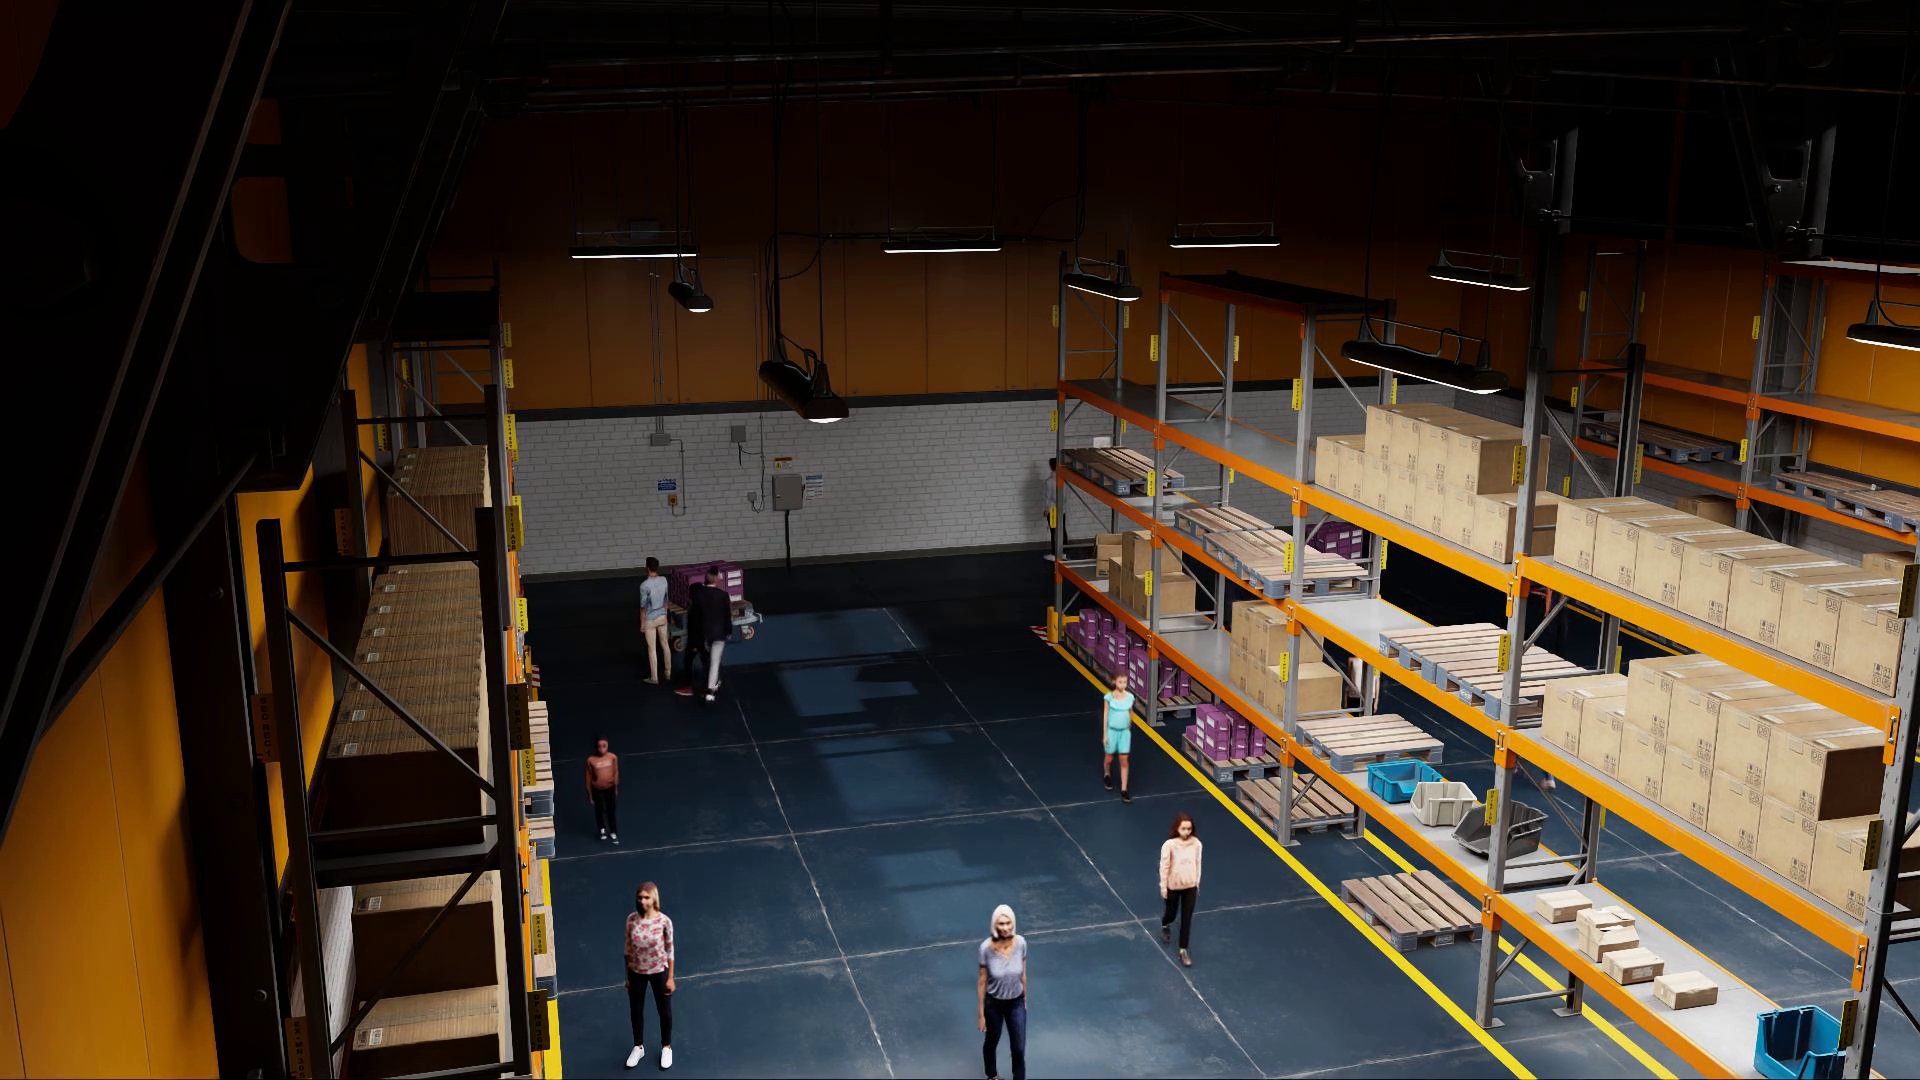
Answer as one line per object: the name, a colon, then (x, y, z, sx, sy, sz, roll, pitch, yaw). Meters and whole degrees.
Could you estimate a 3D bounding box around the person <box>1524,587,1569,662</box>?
person: (8.746, 0.982, 24.612, 0.844, 1.764, 1.160, -8, 16, -29)

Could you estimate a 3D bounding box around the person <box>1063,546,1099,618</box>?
person: (2.105, 0.737, 26.663, 0.655, 1.276, 0.842, 0, 14, -2)

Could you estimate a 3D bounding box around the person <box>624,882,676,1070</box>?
person: (-2.603, 3.628, 13.967, 0.644, 1.633, 0.629, 1, 14, 5)

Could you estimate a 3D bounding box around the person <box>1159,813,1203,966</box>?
person: (2.075, 3.266, 15.811, 0.593, 1.467, 0.841, -3, 14, -11)

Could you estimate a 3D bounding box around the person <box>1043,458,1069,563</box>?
person: (1.795, -0.577, 30.710, 0.756, 1.926, 0.731, -10, 17, -37)

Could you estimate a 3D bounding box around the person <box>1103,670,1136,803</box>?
person: (1.839, 2.278, 19.741, 0.656, 1.538, 0.972, -1, 14, -5)

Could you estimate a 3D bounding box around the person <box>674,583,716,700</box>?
person: (-3.544, 1.417, 23.045, 0.960, 1.656, 0.909, 7, 15, 27)

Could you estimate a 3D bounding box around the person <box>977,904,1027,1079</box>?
person: (0.318, 3.717, 13.458, 0.606, 1.698, 0.921, -3, 14, -14)

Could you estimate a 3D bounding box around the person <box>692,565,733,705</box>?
person: (-3.414, 1.334, 22.879, 0.995, 1.896, 1.385, 1, 14, 3)

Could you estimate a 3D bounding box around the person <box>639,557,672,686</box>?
person: (-4.360, 1.140, 23.787, 0.736, 1.847, 0.734, 13, 19, 42)

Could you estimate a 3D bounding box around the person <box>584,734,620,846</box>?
person: (-3.984, 2.734, 18.498, 0.561, 1.237, 0.742, -5, 14, -18)
